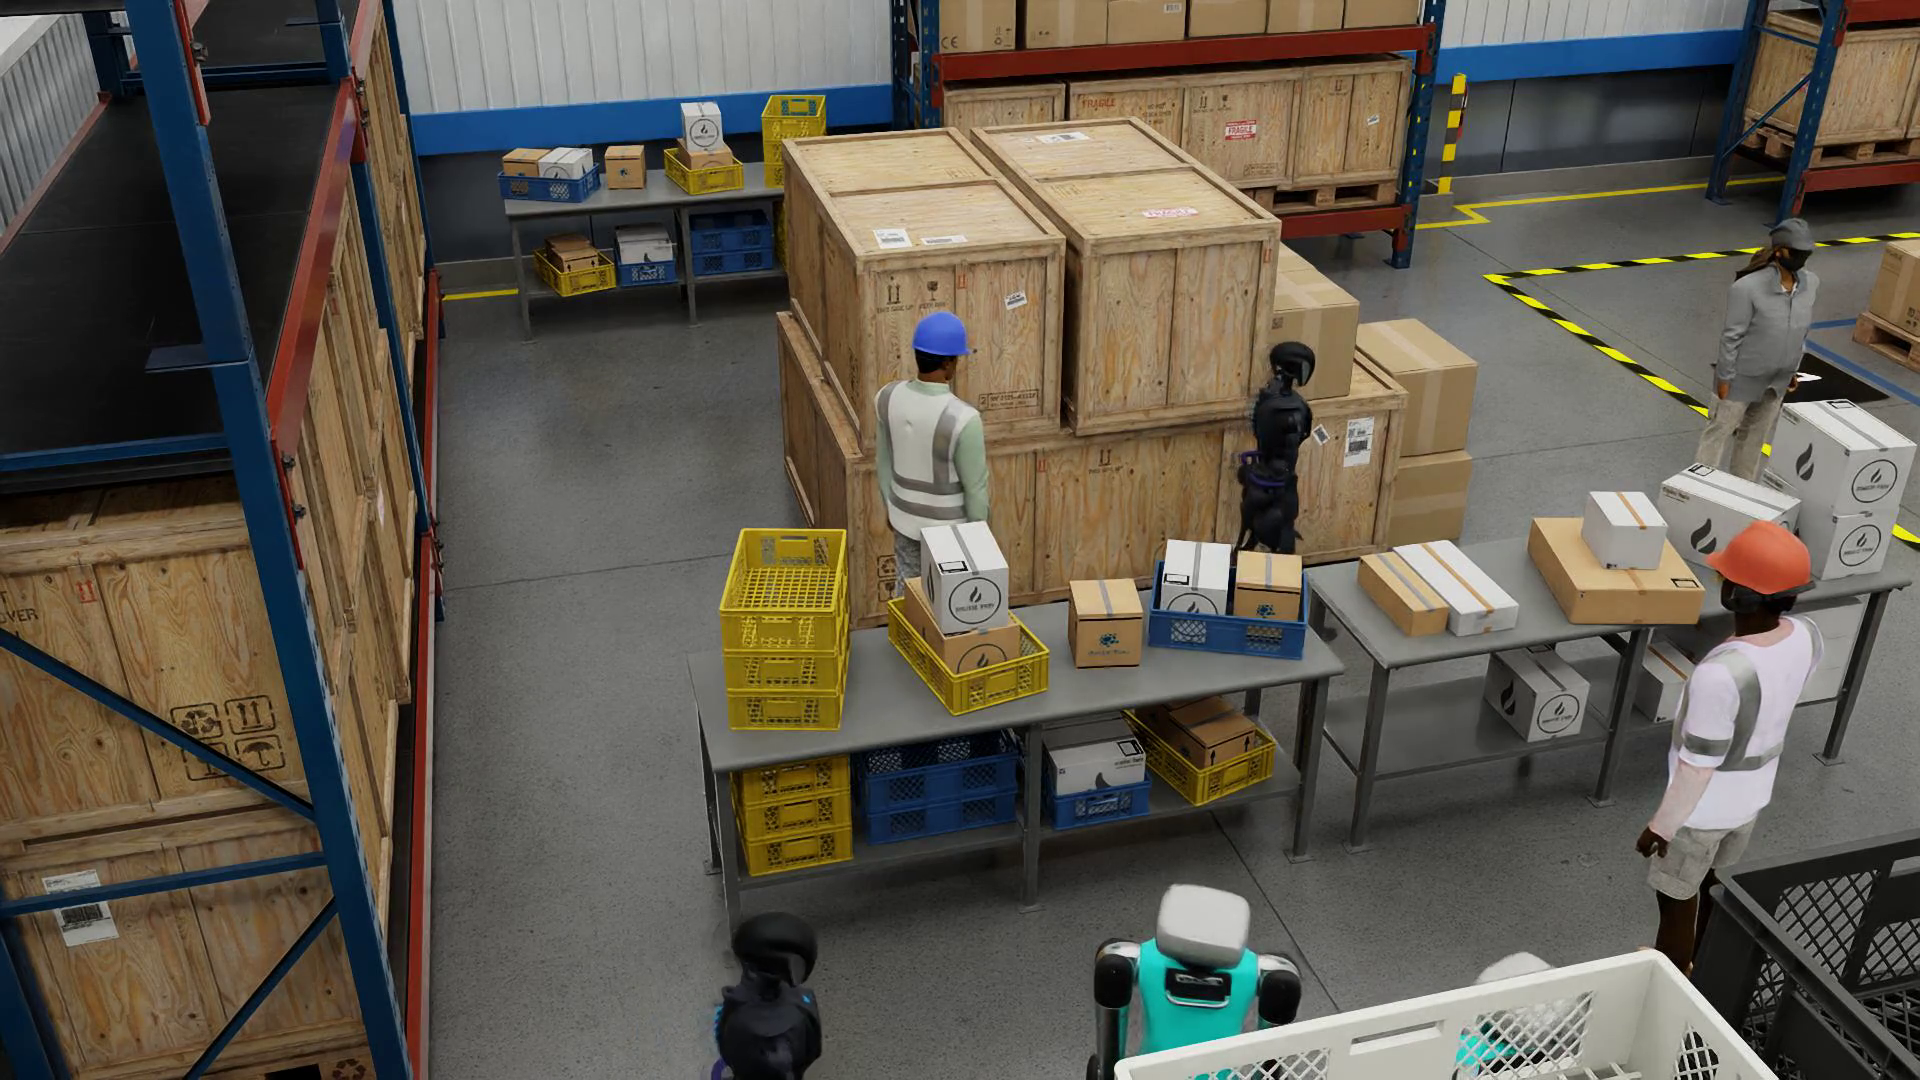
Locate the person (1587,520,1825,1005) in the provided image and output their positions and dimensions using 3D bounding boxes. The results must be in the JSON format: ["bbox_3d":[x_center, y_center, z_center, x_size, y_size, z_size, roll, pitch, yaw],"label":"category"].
[{"bbox_3d":[2.568,0.858,5.723,0.603,2.044,0.372,-20,35,-32],"label":"person"}]

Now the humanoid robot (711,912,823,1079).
[{"bbox_3d":[-0.489,1.656,4.671,0.650,1.638,0.612,-7,30,-13],"label":"humanoid robot"}]

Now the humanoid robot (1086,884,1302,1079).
[{"bbox_3d":[0.572,1.755,4.317,0.532,1.698,0.742,3,29,6],"label":"humanoid robot"}]

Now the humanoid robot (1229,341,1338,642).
[{"bbox_3d":[1.510,-0.220,8.117,0.784,1.635,0.612,-2,29,-4],"label":"humanoid robot"}]

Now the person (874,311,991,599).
[{"bbox_3d":[-0.107,-0.101,7.571,0.602,1.937,0.405,22,36,35],"label":"person"}]

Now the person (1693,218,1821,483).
[{"bbox_3d":[4.418,-0.933,9.254,0.564,1.769,0.395,-9,30,-16],"label":"person"}]

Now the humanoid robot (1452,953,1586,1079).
[{"bbox_3d":[1.475,1.869,4.173,0.688,1.764,0.537,23,36,36],"label":"humanoid robot"}]
